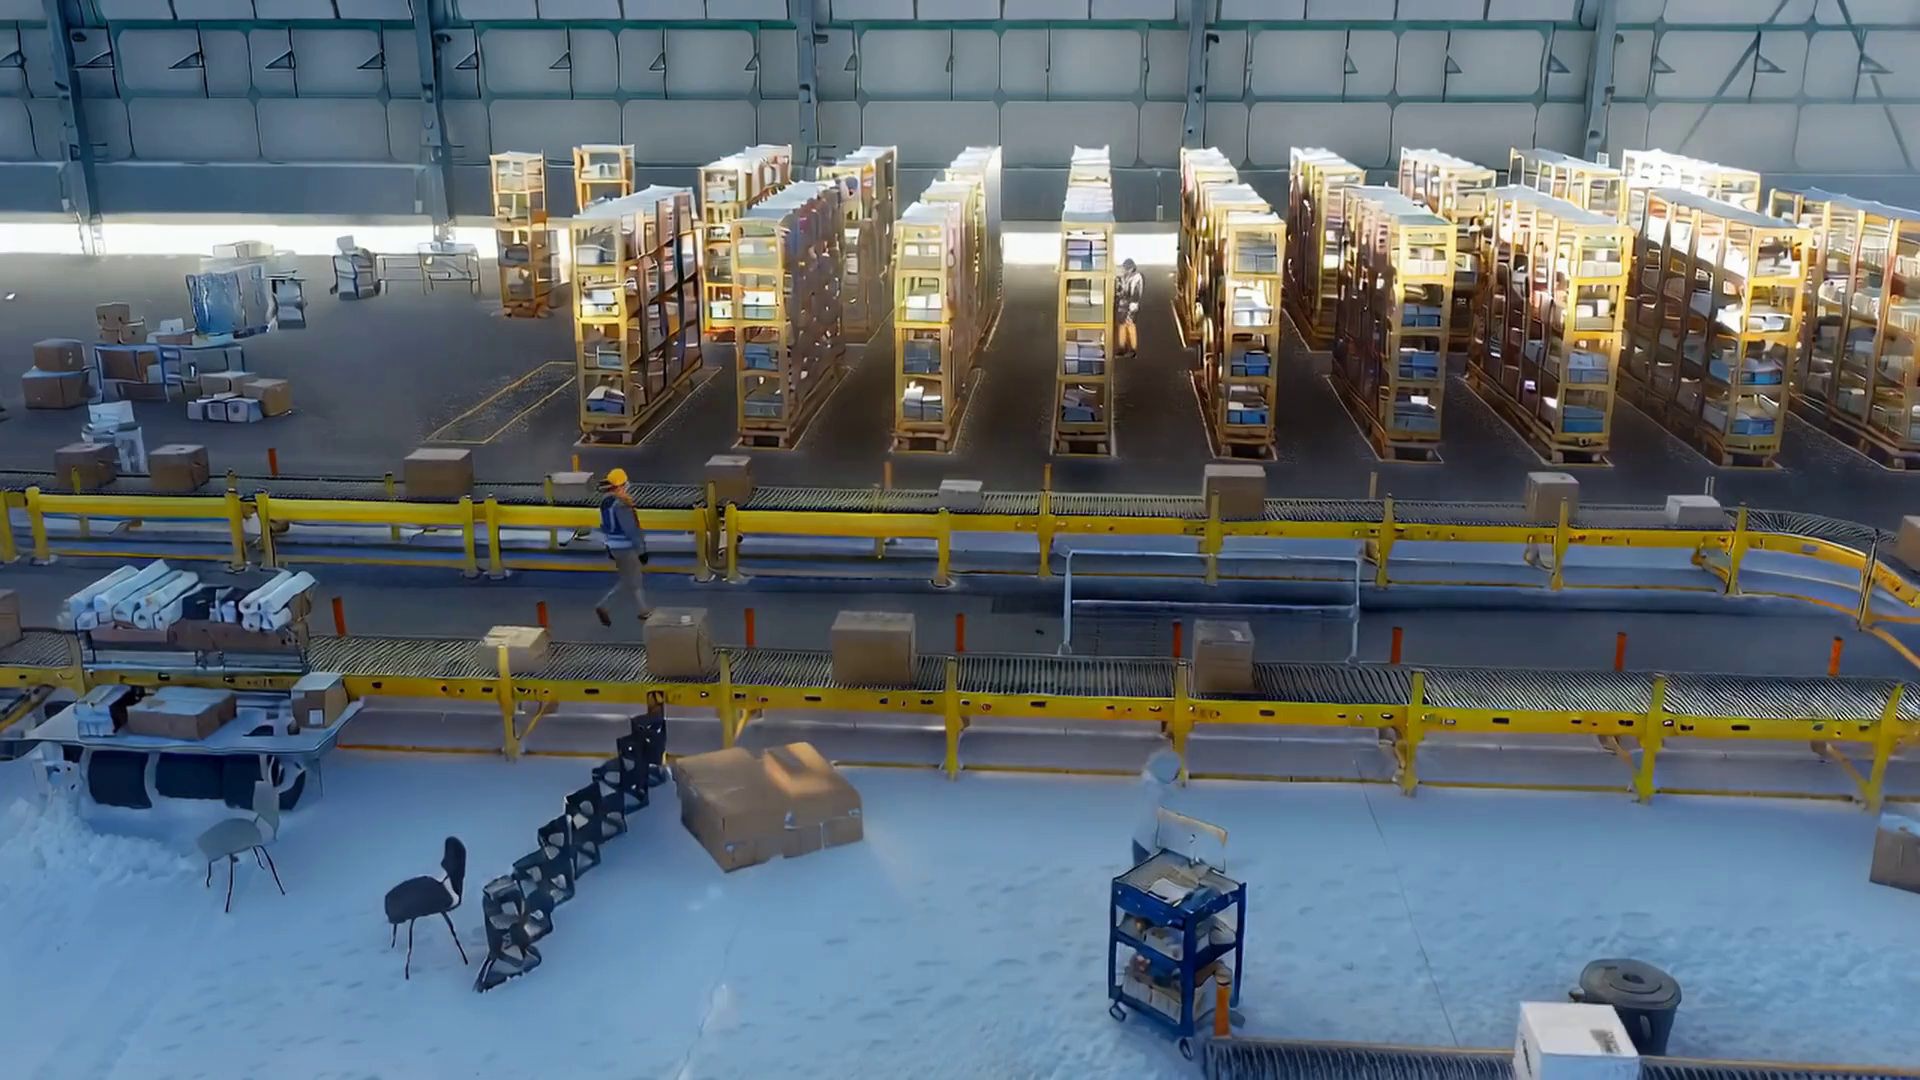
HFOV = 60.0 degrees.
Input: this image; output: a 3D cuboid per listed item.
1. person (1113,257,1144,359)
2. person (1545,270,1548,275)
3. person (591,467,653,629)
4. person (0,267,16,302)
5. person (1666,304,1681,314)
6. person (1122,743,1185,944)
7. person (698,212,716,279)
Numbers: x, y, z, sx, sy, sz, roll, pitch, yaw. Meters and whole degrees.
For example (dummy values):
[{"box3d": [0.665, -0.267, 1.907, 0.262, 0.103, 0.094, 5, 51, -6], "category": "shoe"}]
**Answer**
[{"box3d": [3.301, -4.557, 32.709, 0.617, 2.026, 0.421, 6, 19, 20], "category": "person"}, {"box3d": [11.336, -4.453, 32.686, 0.378, 1.836, 0.565, 4, 18, 13], "category": "person"}, {"box3d": [-3.740, 0.096, 18.368, 0.769, 1.777, 0.601, -9, 19, -26], "category": "person"}, {"box3d": [-22.771, -6.537, 39.160, 0.639, 1.914, 0.882, 2, 18, 6], "category": "person"}, {"box3d": [13.102, -3.908, 30.751, 0.737, 1.962, 0.638, 12, 21, 34], "category": "person"}, {"box3d": [1.467, 2.185, 12.005, 0.634, 1.601, 0.529, -8, 19, -24], "category": "person"}, {"box3d": [-6.430, -7.499, 42.504, 0.500, 1.734, 0.579, 2, 18, 7], "category": "person"}]
